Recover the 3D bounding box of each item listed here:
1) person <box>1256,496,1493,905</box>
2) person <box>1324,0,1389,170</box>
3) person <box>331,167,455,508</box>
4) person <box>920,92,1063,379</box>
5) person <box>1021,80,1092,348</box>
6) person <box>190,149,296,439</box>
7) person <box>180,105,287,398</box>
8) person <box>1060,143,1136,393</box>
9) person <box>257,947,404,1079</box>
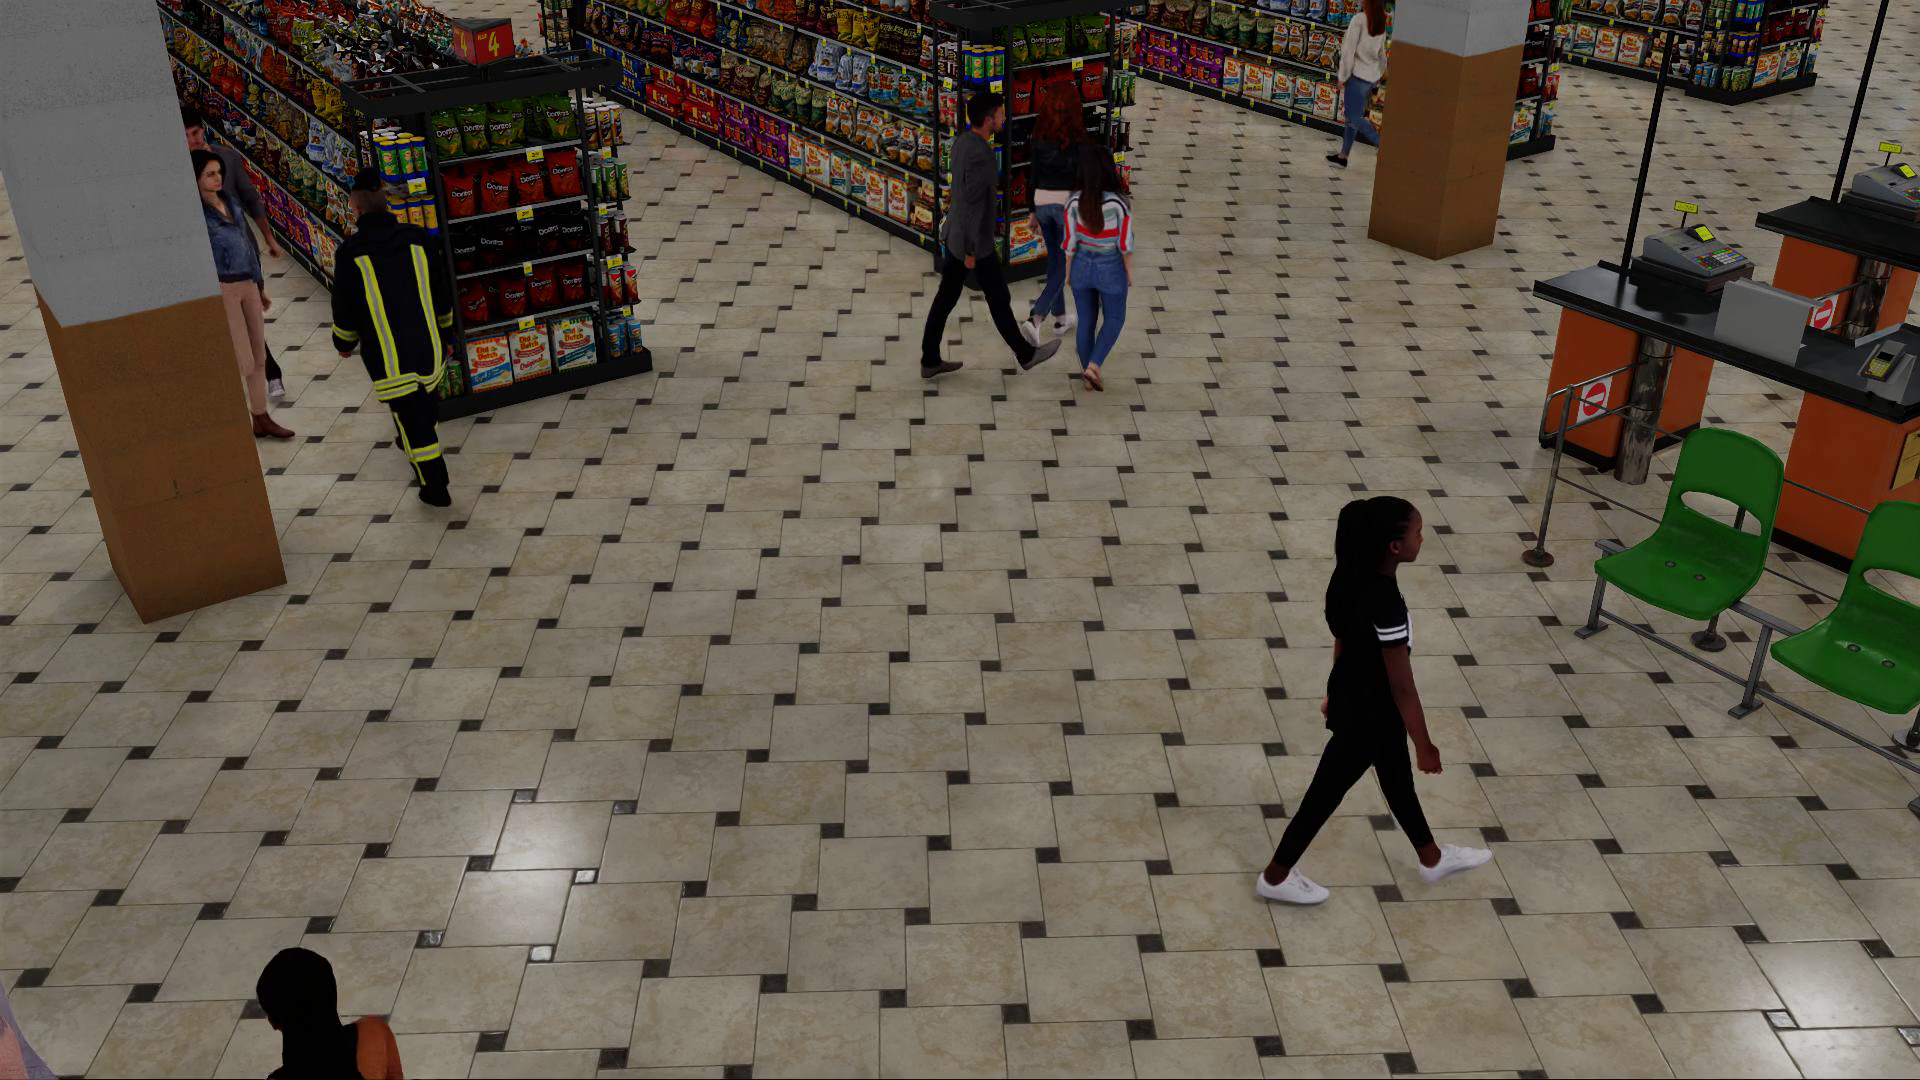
[{"bbox_3d":[1.375,0.647,5.985,1.130,1.694,1.116,2,29,4],"label":"person"},{"bbox_3d":[3.569,-4.018,14.552,0.685,1.671,1.020,-22,35,-34],"label":"person"},{"bbox_3d":[-2.977,-1.036,8.930,0.865,1.825,1.152,-24,37,-37],"label":"person"},{"bbox_3d":[-0.012,-1.841,10.411,0.937,1.819,1.146,-11,31,-19],"label":"person"},{"bbox_3d":[0.599,-2.085,10.915,1.137,1.764,0.979,14,32,25],"label":"person"},{"bbox_3d":[-4.300,-1.402,9.661,0.918,1.766,0.847,7,29,13],"label":"person"},{"bbox_3d":[-4.620,-1.815,10.376,1.189,1.806,0.900,22,36,35],"label":"person"},{"bbox_3d":[0.832,-1.627,10.247,0.853,1.600,0.892,11,30,19],"label":"person"},{"bbox_3d":[-1.458,1.695,4.109,0.821,1.651,0.718,20,35,32],"label":"person"}]
